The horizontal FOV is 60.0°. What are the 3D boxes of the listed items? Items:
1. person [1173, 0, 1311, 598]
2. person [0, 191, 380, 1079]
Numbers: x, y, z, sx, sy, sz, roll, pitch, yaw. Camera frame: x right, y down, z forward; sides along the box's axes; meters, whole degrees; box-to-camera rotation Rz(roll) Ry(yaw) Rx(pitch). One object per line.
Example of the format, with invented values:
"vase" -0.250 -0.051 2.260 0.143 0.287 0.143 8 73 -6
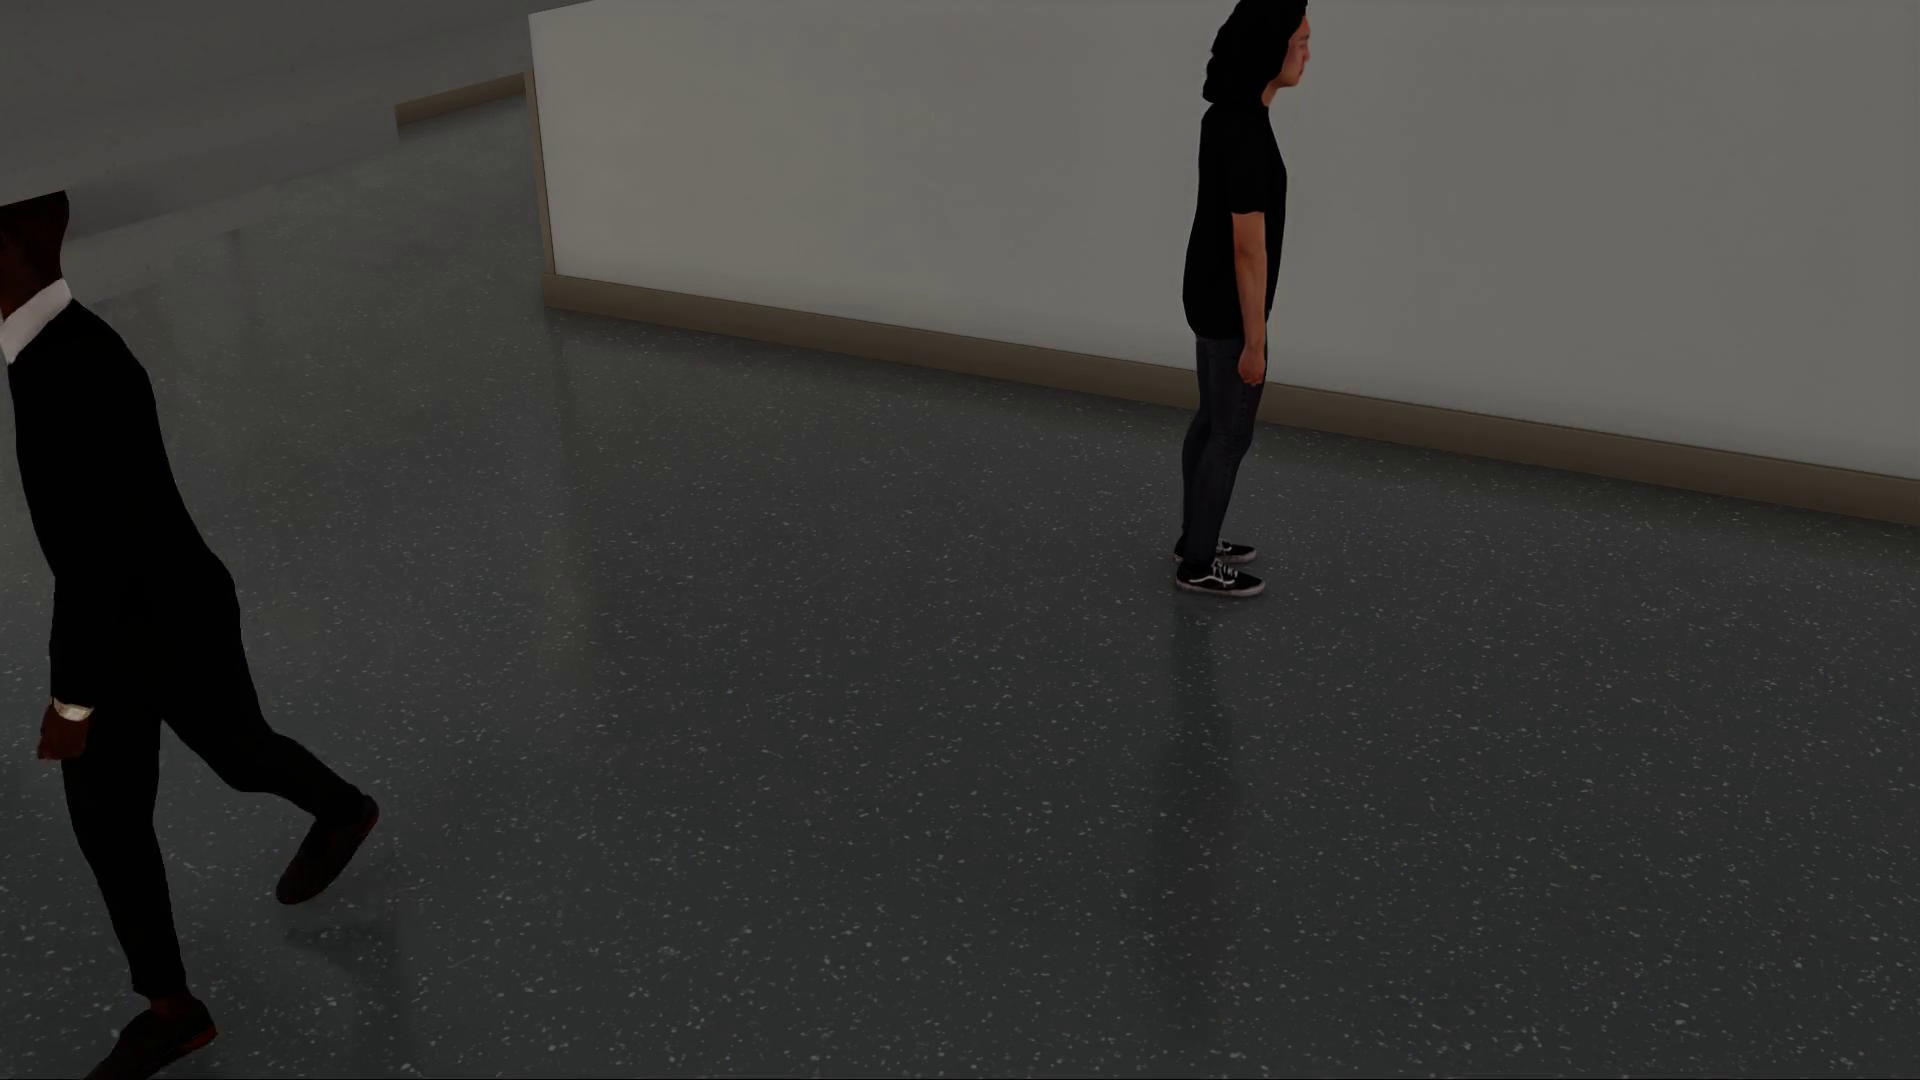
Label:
"person" 0.789 -0.705 4.931 0.702 1.824 0.710 -1 26 -3
"person" -1.509 0.147 3.253 1.094 1.760 0.788 18 31 32
